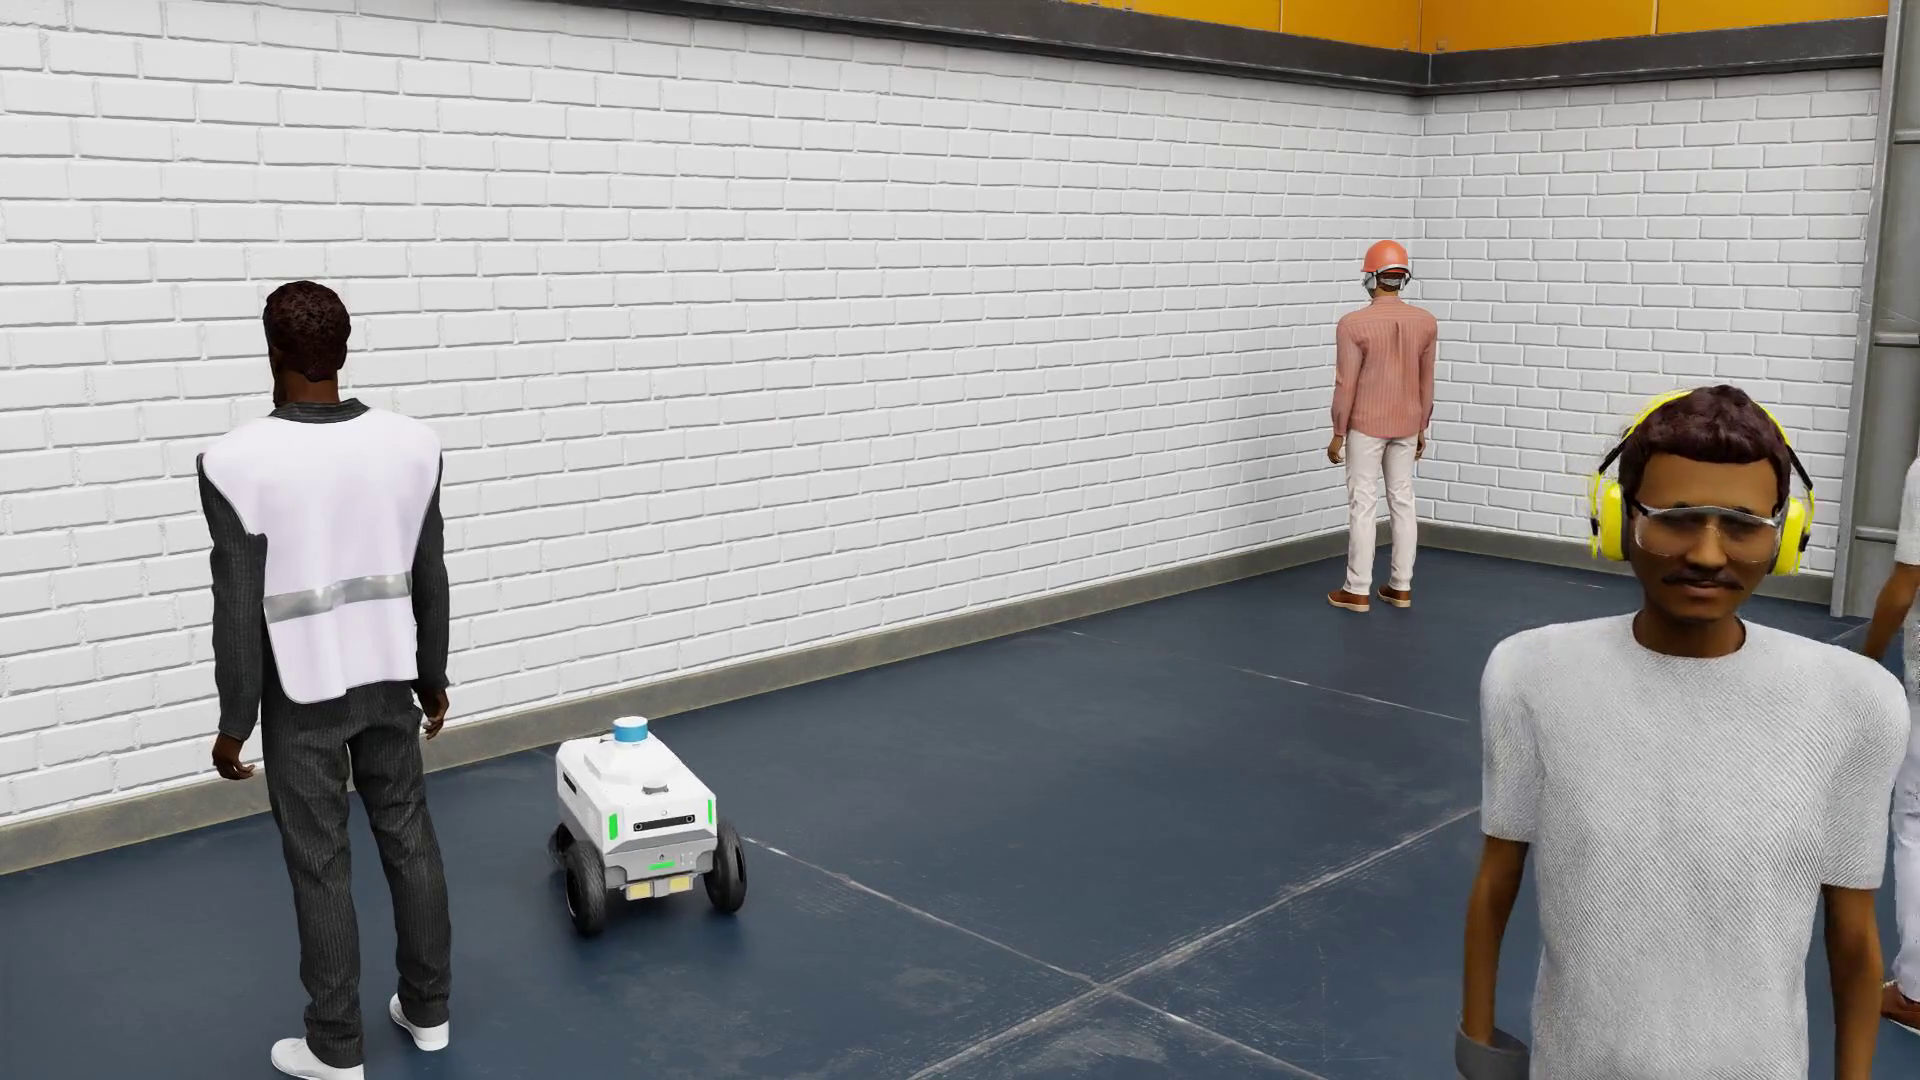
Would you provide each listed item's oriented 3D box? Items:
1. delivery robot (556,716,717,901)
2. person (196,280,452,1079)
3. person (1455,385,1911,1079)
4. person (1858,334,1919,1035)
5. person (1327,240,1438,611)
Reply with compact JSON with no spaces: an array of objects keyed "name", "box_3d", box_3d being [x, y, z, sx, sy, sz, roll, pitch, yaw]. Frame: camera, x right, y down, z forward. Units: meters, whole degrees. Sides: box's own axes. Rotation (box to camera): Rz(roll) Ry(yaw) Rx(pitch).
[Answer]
[{"name":"delivery robot","box_3d":[-0.997,0.783,5.075,0.477,0.478,0.707,-5,11,-25]},{"name":"person","box_3d":[-1.474,0.351,3.965,0.372,1.916,0.597,9,14,40]},{"name":"person","box_3d":[0.922,0.713,2.182,0.516,1.852,0.604,4,11,21]},{"name":"person","box_3d":[2.474,0.362,4.136,0.551,1.844,0.364,-4,11,-20]},{"name":"person","box_3d":[2.266,-0.608,8.983,0.612,1.995,0.382,-4,11,-19]}]
